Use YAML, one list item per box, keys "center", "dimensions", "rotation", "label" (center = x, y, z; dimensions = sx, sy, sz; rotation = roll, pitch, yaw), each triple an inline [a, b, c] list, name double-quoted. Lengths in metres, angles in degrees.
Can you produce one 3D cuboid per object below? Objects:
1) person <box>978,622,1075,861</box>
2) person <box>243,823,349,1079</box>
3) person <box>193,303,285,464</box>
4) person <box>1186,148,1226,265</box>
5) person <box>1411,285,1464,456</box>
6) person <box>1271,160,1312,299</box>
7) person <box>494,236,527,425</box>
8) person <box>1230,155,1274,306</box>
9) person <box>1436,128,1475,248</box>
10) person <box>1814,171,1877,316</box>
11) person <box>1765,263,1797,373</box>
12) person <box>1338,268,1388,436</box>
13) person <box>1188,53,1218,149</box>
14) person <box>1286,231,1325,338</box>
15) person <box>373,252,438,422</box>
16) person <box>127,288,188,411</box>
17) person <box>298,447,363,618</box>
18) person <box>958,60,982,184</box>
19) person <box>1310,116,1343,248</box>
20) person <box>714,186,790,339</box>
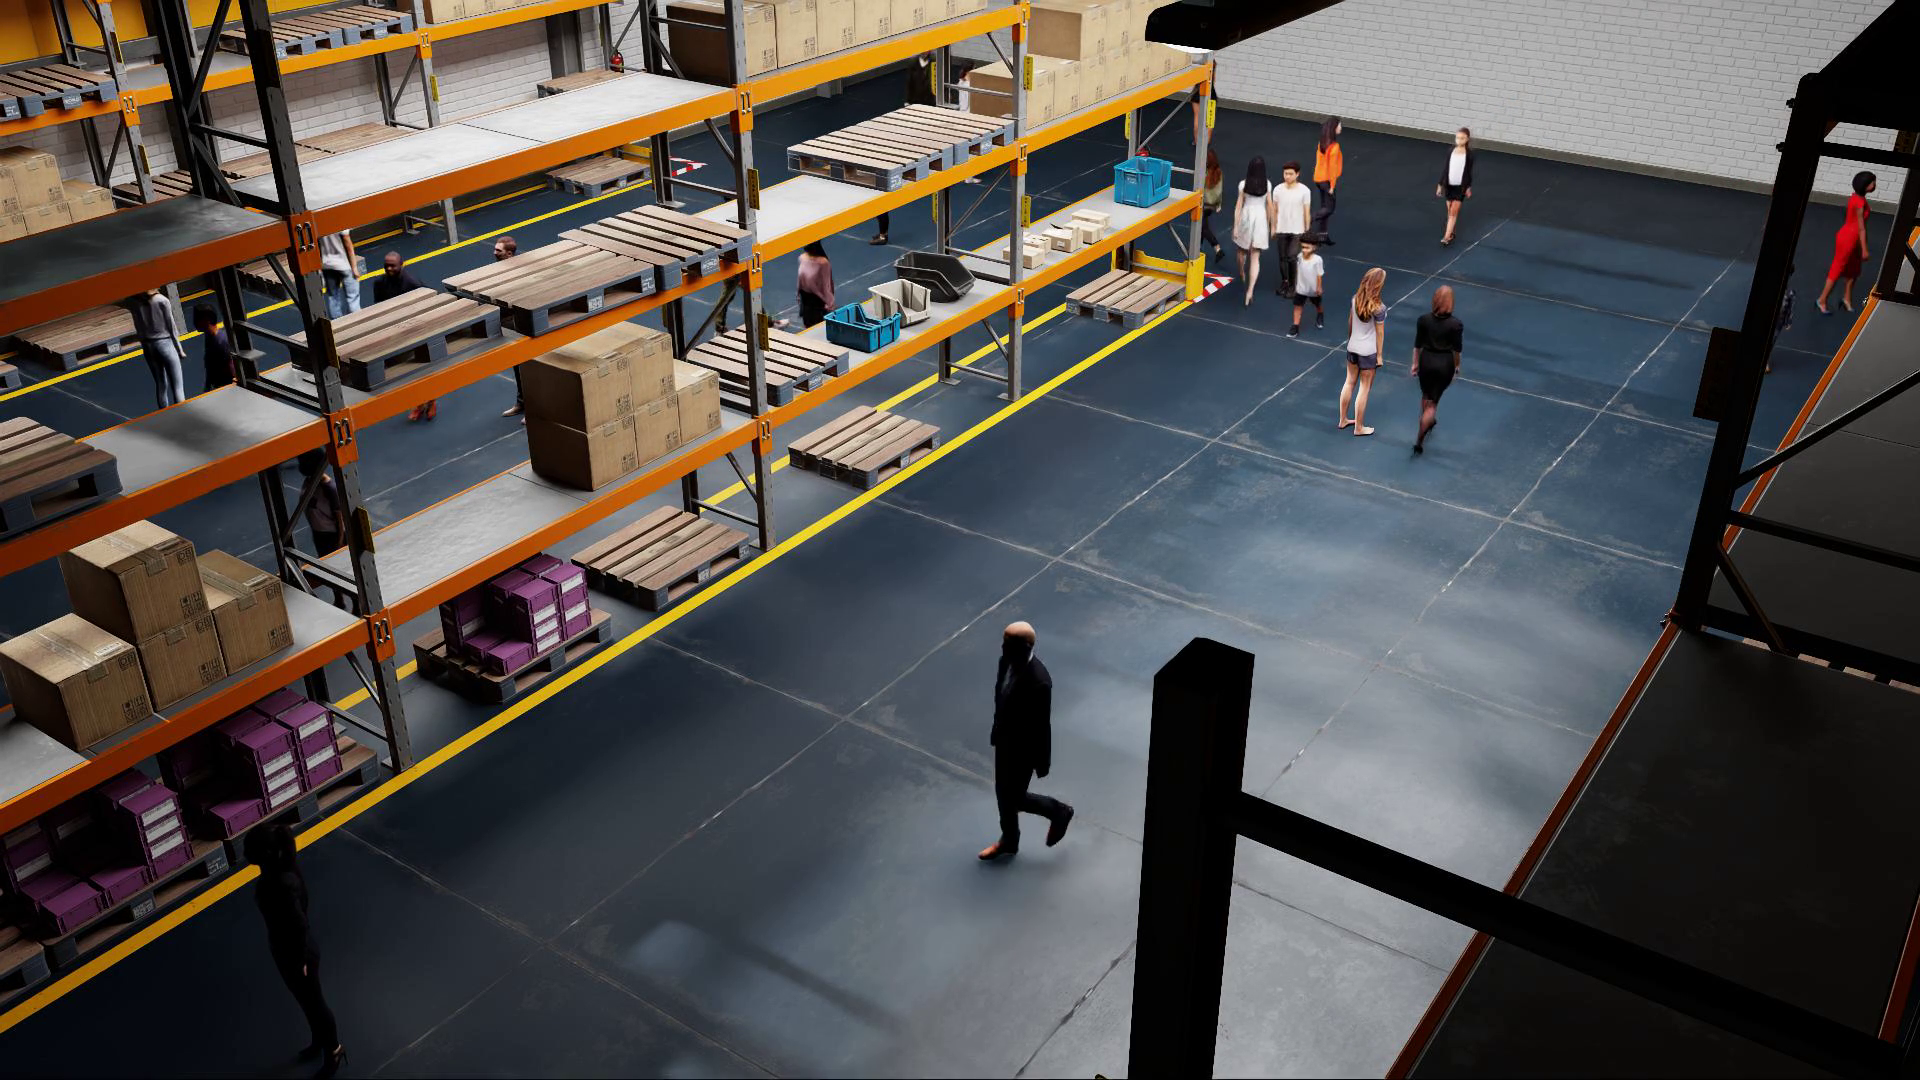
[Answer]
- center: [0.442, 1.293, 10.756]
  dimensions: [1.029, 1.787, 0.922]
  rotation: [-13, 31, -22]
  label: "person"
- center: [-3.646, 2.241, 9.098]
  dimensions: [0.590, 1.711, 0.636]
  rotation: [-19, 34, -31]
  label: "person"
- center: [-6.806, -1.410, 15.768]
  dimensions: [1.300, 1.732, 0.972]
  rotation: [-18, 33, -29]
  label: "person"
- center: [3.190, -4.246, 21.265]
  dimensions: [1.007, 1.447, 0.853]
  rotation: [-19, 34, -31]
  label: "person"
- center: [4.616, -1.616, 16.213]
  dimensions: [0.638, 1.667, 1.013]
  rotation: [16, 32, 26]
  label: "person"
- center: [4.033, -3.784, 20.158]
  dimensions: [0.659, 1.696, 0.687]
  rotation: [16, 32, 26]
  label: "person"
- center: [-4.511, -2.160, 16.929]
  dimensions: [0.688, 1.938, 0.601]
  rotation: [24, 37, 36]
  label: "person"
- center: [3.504, -3.667, 19.912]
  dimensions: [1.021, 1.726, 1.251]
  rotation: [3, 29, 5]
  label: "person"
- center: [6.576, -4.686, 21.986]
  dimensions: [0.561, 1.529, 0.964]
  rotation: [18, 33, 29]
  label: "person"
- center: [10.358, -3.475, 19.555]
  dimensions: [0.705, 1.731, 0.696]
  rotation: [13, 31, 22]
  label: "person"
- center: [8.891, -2.450, 18.191]
  dimensions: [0.572, 1.239, 0.601]
  rotation: [4, 29, 7]
  label: "person"
- center: [4.038, -1.900, 16.670]
  dimensions: [0.671, 1.729, 0.680]
  rotation: [-17, 33, -28]
  label: "person"
- center: [3.813, -7.007, 26.089]
  dimensions: [0.650, 1.675, 0.737]
  rotation: [-11, 31, -20]
  label: "person"
- center: [4.051, -2.966, 19.162]
  dimensions: [0.485, 1.215, 0.973]
  rotation: [17, 33, 28]
  label: "person"
- center: [-5.607, -2.102, 16.961]
  dimensions: [0.797, 1.805, 0.792]
  rotation: [6, 29, 10]
  label: "person"
- center: [-7.962, -1.885, 16.574]
  dimensions: [0.660, 1.796, 0.648]
  rotation: [5, 29, 9]
  label: "person"
- center: [-5.115, -0.074, 13.493]
  dimensions: [0.573, 1.566, 0.538]
  rotation: [22, 35, 34]
  label: "person"
- center: [0.114, -6.143, 24.404]
  dimensions: [0.661, 1.773, 0.667]
  rotation: [-16, 32, -27]
  label: "person"
- center: [4.701, -4.647, 21.706]
  dimensions: [1.025, 1.729, 0.958]
  rotation: [-4, 29, -8]
  label: "person"
- center: [-2.625, -3.093, 18.809]
  dimensions: [1.227, 1.776, 1.098]
  rotation: [-9, 30, -16]
  label: "person"
